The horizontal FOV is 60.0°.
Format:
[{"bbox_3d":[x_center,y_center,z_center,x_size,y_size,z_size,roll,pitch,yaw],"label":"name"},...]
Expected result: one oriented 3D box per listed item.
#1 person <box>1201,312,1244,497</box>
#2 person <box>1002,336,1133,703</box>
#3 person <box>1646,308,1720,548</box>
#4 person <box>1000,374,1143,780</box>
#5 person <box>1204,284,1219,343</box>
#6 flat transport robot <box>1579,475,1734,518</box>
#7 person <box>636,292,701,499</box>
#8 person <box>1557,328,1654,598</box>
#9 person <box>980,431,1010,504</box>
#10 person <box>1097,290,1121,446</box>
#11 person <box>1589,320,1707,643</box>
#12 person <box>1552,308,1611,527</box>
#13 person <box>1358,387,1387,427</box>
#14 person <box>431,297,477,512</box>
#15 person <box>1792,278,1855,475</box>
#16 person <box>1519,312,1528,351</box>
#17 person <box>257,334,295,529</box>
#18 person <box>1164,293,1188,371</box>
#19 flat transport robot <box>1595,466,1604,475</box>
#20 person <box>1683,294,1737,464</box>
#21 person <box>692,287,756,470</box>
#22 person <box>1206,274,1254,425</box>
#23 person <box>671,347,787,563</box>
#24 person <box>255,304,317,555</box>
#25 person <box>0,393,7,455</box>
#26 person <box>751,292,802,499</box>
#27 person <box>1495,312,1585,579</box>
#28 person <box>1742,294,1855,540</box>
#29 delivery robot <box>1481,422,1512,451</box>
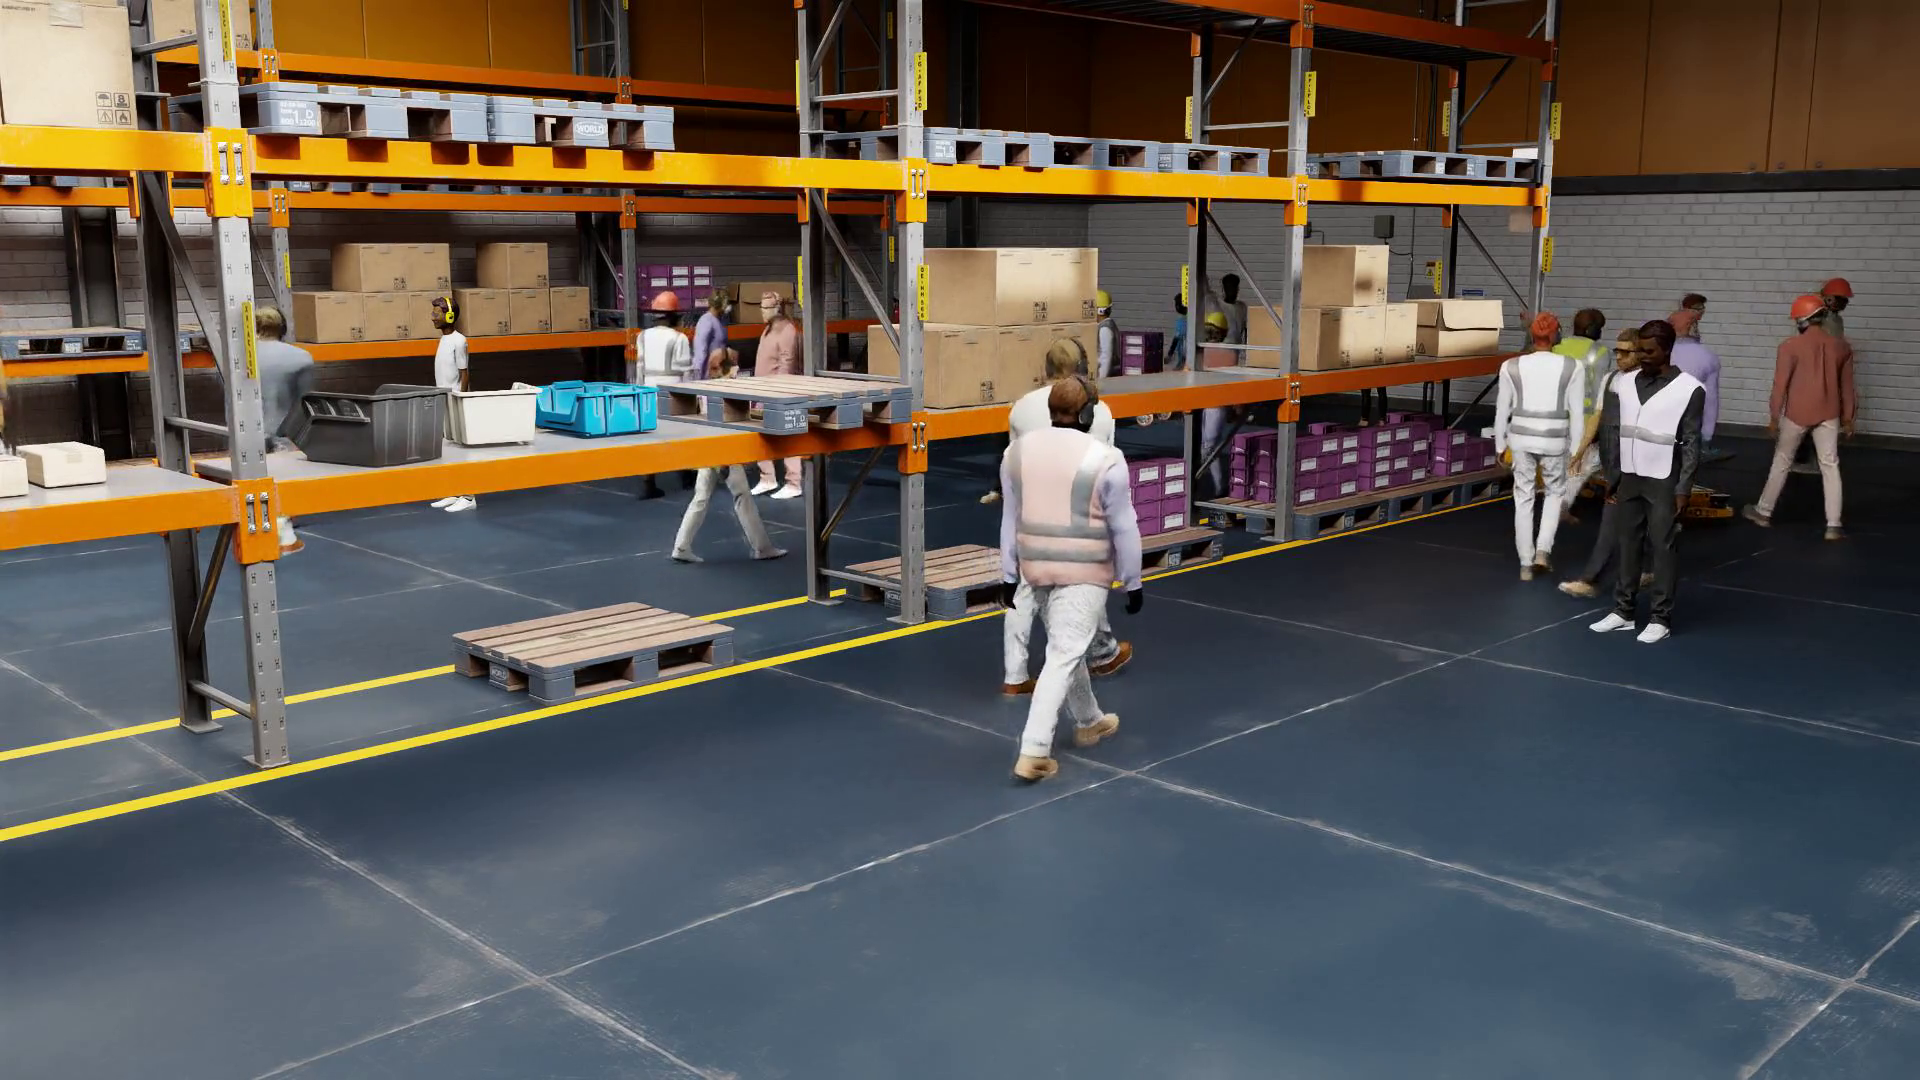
[{"bbox_3d":[2.236,-1.195,15.025,0.891,1.720,0.512,-8,13,-39],"label":"person"},{"bbox_3d":[0.540,-0.125,8.766,0.652,1.878,1.030,7,13,35],"label":"person"},{"bbox_3d":[5.517,-0.875,12.939,0.643,1.859,1.002,9,14,42],"label":"person"},{"bbox_3d":[0.502,0.150,7.517,0.646,1.793,0.977,8,13,36],"label":"person"},{"bbox_3d":[3.348,-2.725,22.927,0.403,1.881,0.686,8,13,36],"label":"person"},{"bbox_3d":[6.097,-0.399,14.651,0.652,0.197,1.431,-2,11,-8],"label":"flat transport robot"},{"bbox_3d":[-2.680,-1.350,15.428,0.565,1.878,1.006,6,12,29],"label":"person"},{"bbox_3d":[4.434,-0.520,11.169,0.941,1.800,0.524,-4,11,-20],"label":"person"},{"bbox_3d":[0.451,-1.296,14.713,0.688,2.000,0.537,9,14,41],"label":"person"},{"bbox_3d":[1.499,-1.723,17.608,0.403,1.831,0.597,1,10,3],"label":"person"},{"bbox_3d":[4.123,-0.352,9.920,0.391,1.912,0.587,-6,12,-29],"label":"person"},{"bbox_3d":[5.008,-0.979,13.593,0.508,1.824,0.643,-7,12,-34],"label":"person"},{"bbox_3d":[5.090,-2.188,20.509,0.531,1.698,0.320,-3,11,-18],"label":"person"},{"bbox_3d":[-4.464,-1.185,14.573,0.329,1.872,0.508,-8,13,-36],"label":"person"},{"bbox_3d":[8.691,-1.632,16.731,0.638,1.978,0.479,-7,12,-33],"label":"person"},{"bbox_3d":[6.042,-1.620,17.628,0.588,1.612,0.577,-1,10,-4],"label":"person"},{"bbox_3d":[-5.670,-0.897,13.343,0.557,1.743,0.679,4,11,21],"label":"person"},{"bbox_3d":[3.014,-2.442,22.064,0.911,1.639,0.541,4,11,22],"label":"person"},{"bbox_3d":[6.145,-0.664,16.092,0.652,0.197,1.431,0,10,3],"label":"flat transport robot"},{"bbox_3d":[7.629,-1.661,17.377,0.981,1.789,0.569,10,14,43],"label":"person"},{"bbox_3d":[-2.623,-1.642,17.040,0.939,1.899,0.631,0,10,1],"label":"person"},{"bbox_3d":[3.459,-2.412,21.128,0.631,1.908,1.008,-6,12,-32],"label":"person"},{"bbox_3d":[-1.740,-0.612,12.201,0.851,1.597,0.521,-6,12,-30],"label":"person"},{"bbox_3d":[-5.063,-0.771,12.240,0.626,1.913,0.859,0,10,0],"label":"person"},{"bbox_3d":[-7.712,-0.909,13.036,0.986,1.886,0.563,-4,11,-23],"label":"person"},{"bbox_3d":[-1.730,-1.300,15.117,0.642,1.888,0.659,-5,11,-25],"label":"person"},{"bbox_3d":[4.063,-0.658,11.691,0.603,1.868,0.464,4,11,23],"label":"person"},{"bbox_3d":[6.848,-1.007,13.428,0.693,1.925,0.989,0,10,1],"label":"person"},{"bbox_3d":[5.722,-1.030,17.061,0.707,0.478,0.477,10,14,44],"label":"delivery robot"}]
